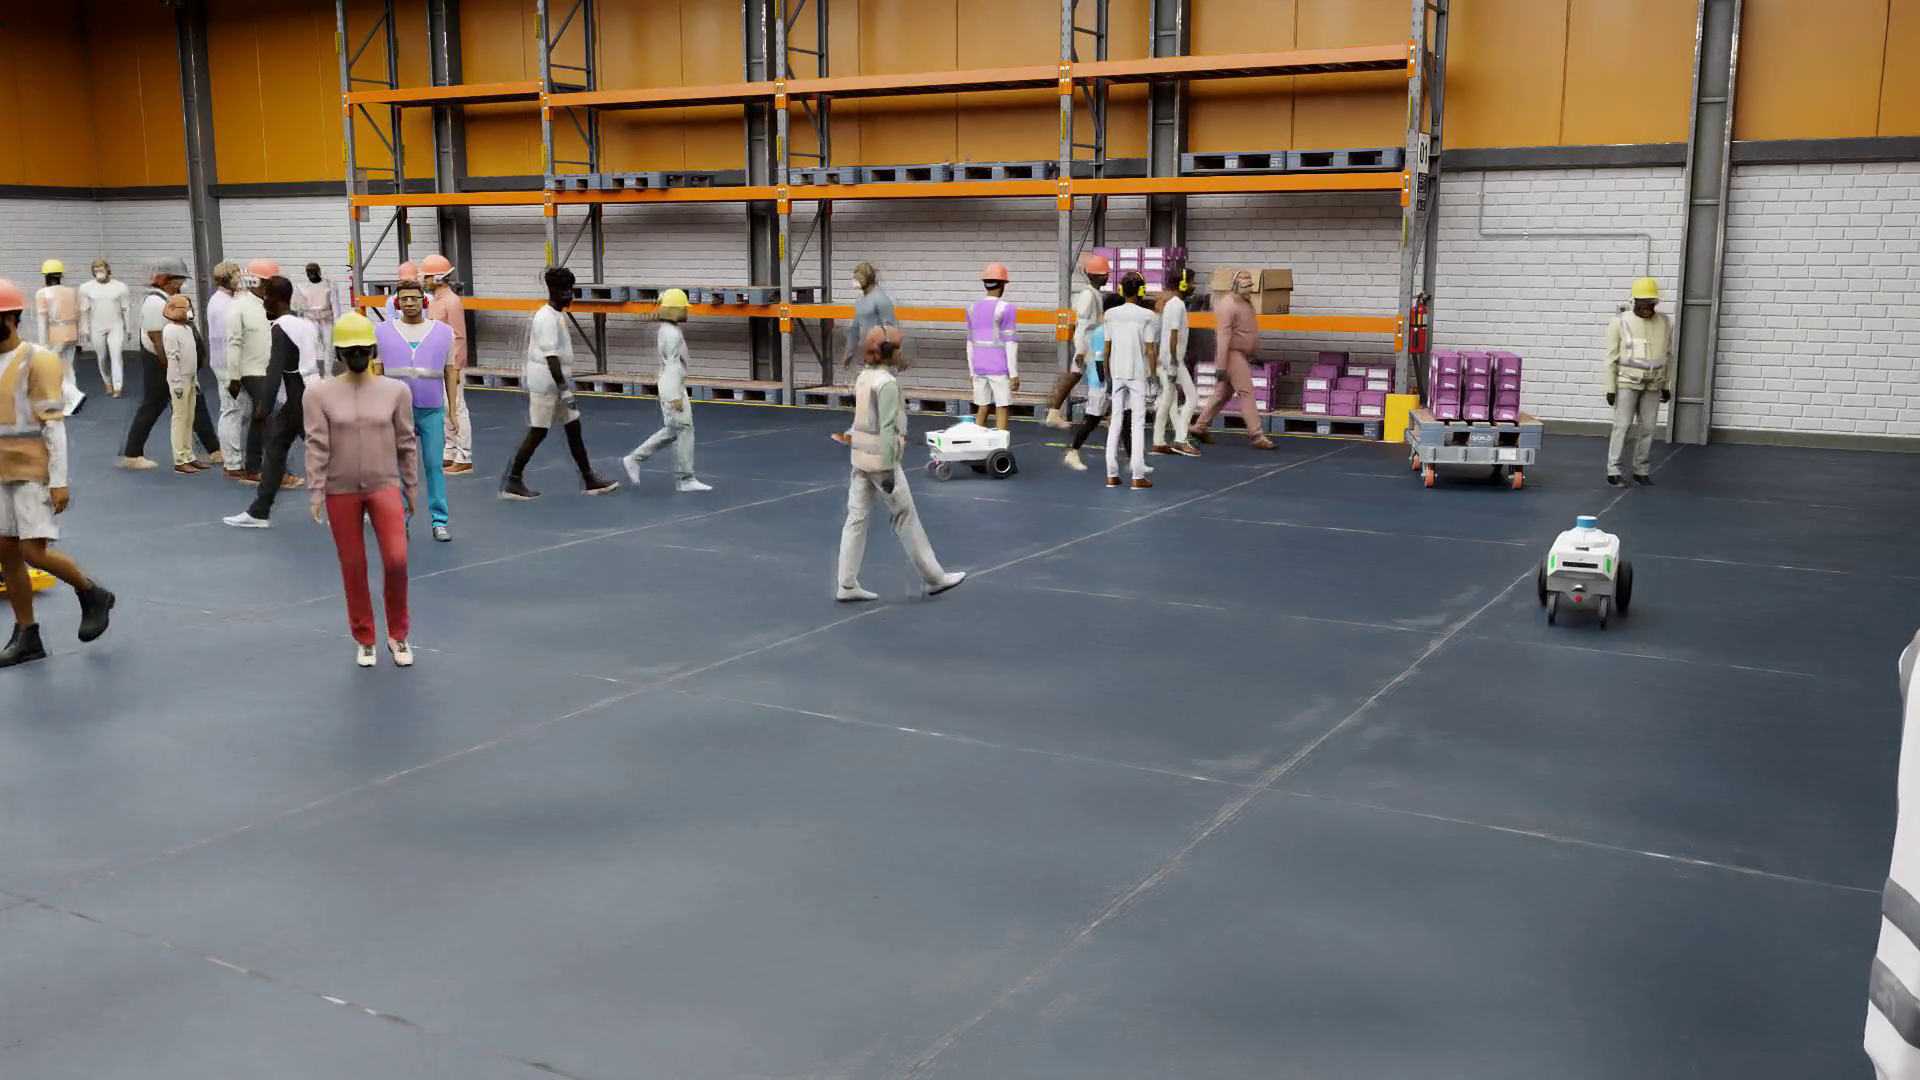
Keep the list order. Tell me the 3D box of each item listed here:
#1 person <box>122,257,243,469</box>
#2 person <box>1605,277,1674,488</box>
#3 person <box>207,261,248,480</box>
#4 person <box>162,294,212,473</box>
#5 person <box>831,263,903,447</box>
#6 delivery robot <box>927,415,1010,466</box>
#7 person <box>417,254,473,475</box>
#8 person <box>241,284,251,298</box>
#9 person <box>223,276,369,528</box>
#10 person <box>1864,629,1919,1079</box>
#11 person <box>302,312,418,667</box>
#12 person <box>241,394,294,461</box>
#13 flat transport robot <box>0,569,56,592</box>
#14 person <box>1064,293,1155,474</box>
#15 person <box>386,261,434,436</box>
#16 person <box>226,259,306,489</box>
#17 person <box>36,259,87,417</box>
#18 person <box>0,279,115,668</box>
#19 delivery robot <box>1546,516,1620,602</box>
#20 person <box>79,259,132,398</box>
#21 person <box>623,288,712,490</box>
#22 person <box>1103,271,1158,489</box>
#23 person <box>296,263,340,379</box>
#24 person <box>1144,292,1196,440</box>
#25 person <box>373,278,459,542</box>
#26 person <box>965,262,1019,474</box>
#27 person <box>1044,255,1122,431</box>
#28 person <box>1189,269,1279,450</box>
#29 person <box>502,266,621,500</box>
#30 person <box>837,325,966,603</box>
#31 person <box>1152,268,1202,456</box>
[{"bbox_3d":[-7.395,-1.693,15.584,1.040,2.000,0.687,-2,10,-9],"label":"person"},{"bbox_3d":[5.809,-1.335,14.236,0.595,1.819,0.435,-1,10,-5],"label":"person"},{"bbox_3d":[-6.472,-1.504,14.801,0.373,1.940,0.629,-5,11,-26],"label":"person"},{"bbox_3d":[-7.115,-1.433,15.259,0.286,1.633,0.499,-1,10,-6],"label":"person"},{"bbox_3d":[-0.959,-1.887,17.107,0.970,1.890,0.680,-5,11,-26],"label":"person"},{"bbox_3d":[0.071,-0.869,14.856,0.707,0.478,0.477,-4,11,-20],"label":"delivery robot"},{"bbox_3d":[-4.674,-1.585,15.108,0.392,1.991,0.613,-7,12,-33],"label":"person"},{"bbox_3d":[-10.790,-3.365,25.810,0.615,1.780,0.803,0,10,-1],"label":"person"},{"bbox_3d":[-4.896,-1.008,12.241,1.024,1.857,0.583,-3,10,-17],"label":"person"},{"bbox_3d":[1.411,0.746,2.236,0.344,1.879,0.577,2,10,9],"label":"person"},{"bbox_3d":[-2.896,-0.223,8.098,0.529,1.749,0.506,-4,11,-22],"label":"person"},{"bbox_3d":[-6.840,-1.544,15.959,0.623,1.601,0.515,5,11,28],"label":"person"},{"bbox_3d":[-6.062,0.262,9.518,0.652,0.197,1.431,6,12,29],"label":"flat transport robot"},{"bbox_3d":[1.336,-1.424,15.194,0.855,1.643,0.537,7,12,36],"label":"person"},{"bbox_3d":[-6.069,-2.134,18.473,0.554,1.911,0.857,-5,11,-27],"label":"person"},{"bbox_3d":[-5.875,-1.412,14.242,0.862,1.945,0.602,2,10,13],"label":"person"},{"bbox_3d":[-10.818,-2.422,20.069,0.531,1.911,0.602,4,11,20],"label":"person"},{"bbox_3d":[-4.610,-0.340,8.258,0.562,1.921,0.543,4,11,21],"label":"person"},{"bbox_3d":[3.497,0.110,9.314,0.477,0.478,0.707,5,11,24],"label":"delivery robot"},{"bbox_3d":[-11.802,-2.931,23.016,0.627,1.906,0.963,-4,11,-24],"label":"person"},{"bbox_3d":[-2.482,-1.256,14.023,0.661,1.727,0.491,-3,11,-18],"label":"person"},{"bbox_3d":[1.463,-1.365,14.242,0.510,1.860,0.317,6,12,31],"label":"person"},{"bbox_3d":[-9.914,-3.364,25.721,0.638,1.796,0.902,-3,10,-17],"label":"person"},{"bbox_3d":[2.153,-1.877,17.895,0.845,1.589,0.503,3,11,19],"label":"person"},{"bbox_3d":[-3.798,-0.897,11.629,0.563,1.843,0.389,-3,11,-19],"label":"person"},{"bbox_3d":[0.309,-1.559,15.159,0.554,1.925,0.390,9,13,41],"label":"person"},{"bbox_3d":[1.453,-2.180,18.564,1.092,1.972,0.734,2,10,11],"label":"person"},{"bbox_3d":[2.795,-1.848,17.048,0.962,1.852,0.702,4,11,23],"label":"person"},{"bbox_3d":[-3.336,-1.269,13.595,0.938,1.914,0.622,-1,10,-3],"label":"person"},{"bbox_3d":[-0.367,-0.438,9.682,0.807,1.599,0.541,-5,11,-25],"label":"person"},{"bbox_3d":[2.192,-1.756,16.470,0.628,1.846,0.542,-1,10,-4],"label":"person"}]
